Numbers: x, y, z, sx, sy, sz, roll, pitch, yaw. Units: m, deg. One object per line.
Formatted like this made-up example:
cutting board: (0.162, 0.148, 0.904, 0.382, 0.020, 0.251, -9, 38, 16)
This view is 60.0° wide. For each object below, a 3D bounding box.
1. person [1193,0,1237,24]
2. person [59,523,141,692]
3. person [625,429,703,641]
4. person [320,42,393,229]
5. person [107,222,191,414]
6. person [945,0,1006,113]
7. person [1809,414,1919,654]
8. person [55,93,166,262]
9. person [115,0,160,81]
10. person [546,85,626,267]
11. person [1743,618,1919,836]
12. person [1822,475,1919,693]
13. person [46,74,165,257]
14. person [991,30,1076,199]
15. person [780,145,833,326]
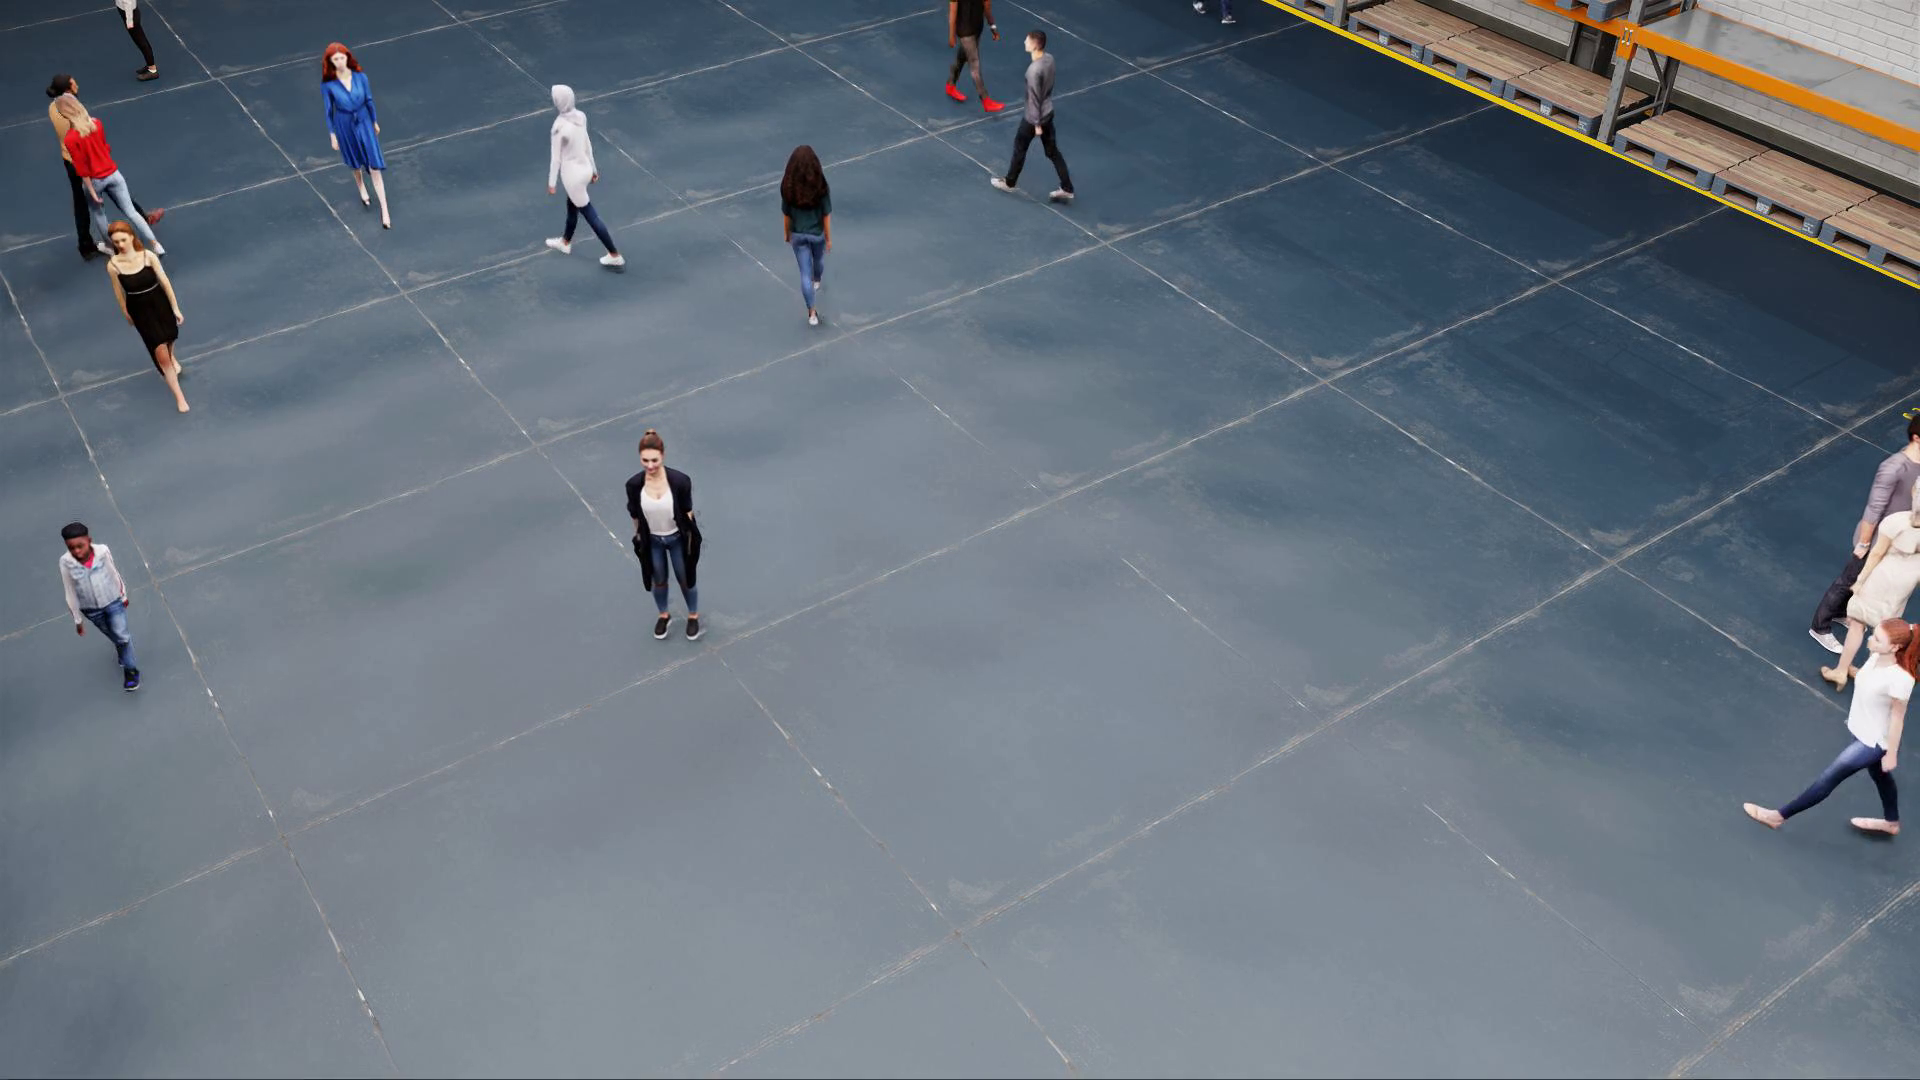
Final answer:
person: (3.089, -7.142, 20.320, 0.736, 1.522, 1.119, -13, 40, -15)
person: (-5.765, 0.368, 11.151, 0.625, 1.230, 0.877, -12, 40, -15)
person: (-1.989, -0.026, 11.280, 0.720, 1.683, 0.737, -1, 39, -2)
person: (-5.876, -3.952, 16.130, 0.739, 1.765, 1.187, -18, 42, -21)
person: (-6.677, -1.920, 13.736, 0.581, 1.579, 1.112, -22, 44, -25)
person: (0.034, -5.608, 18.209, 1.231, 1.760, 0.889, 25, 45, 28)
person: (6.208, -0.079, 11.213, 0.689, 1.851, 0.532, -27, 46, -29)
person: (-7.867, -3.303, 15.393, 1.225, 1.673, 0.960, 19, 42, 22)
person: (-9.422, -5.980, 18.895, 0.652, 1.484, 0.490, -14, 41, -16)
person: (-3.468, -3.298, 15.347, 1.219, 1.722, 1.017, 16, 41, 19)
person: (5.442, 1.183, 9.784, 1.192, 1.662, 1.094, 8, 39, 10)
person: (6.058, 0.292, 10.841, 0.675, 1.735, 0.687, -4, 39, -6)
person: (-8.250, -3.468, 15.568, 1.172, 1.711, 1.063, 18, 42, 21)
person: (0.860, -4.152, 16.418, 1.208, 1.720, 0.923, 20, 43, 23)
person: (-1.342, -2.648, 14.646, 0.929, 1.580, 1.124, -4, 39, -4)
